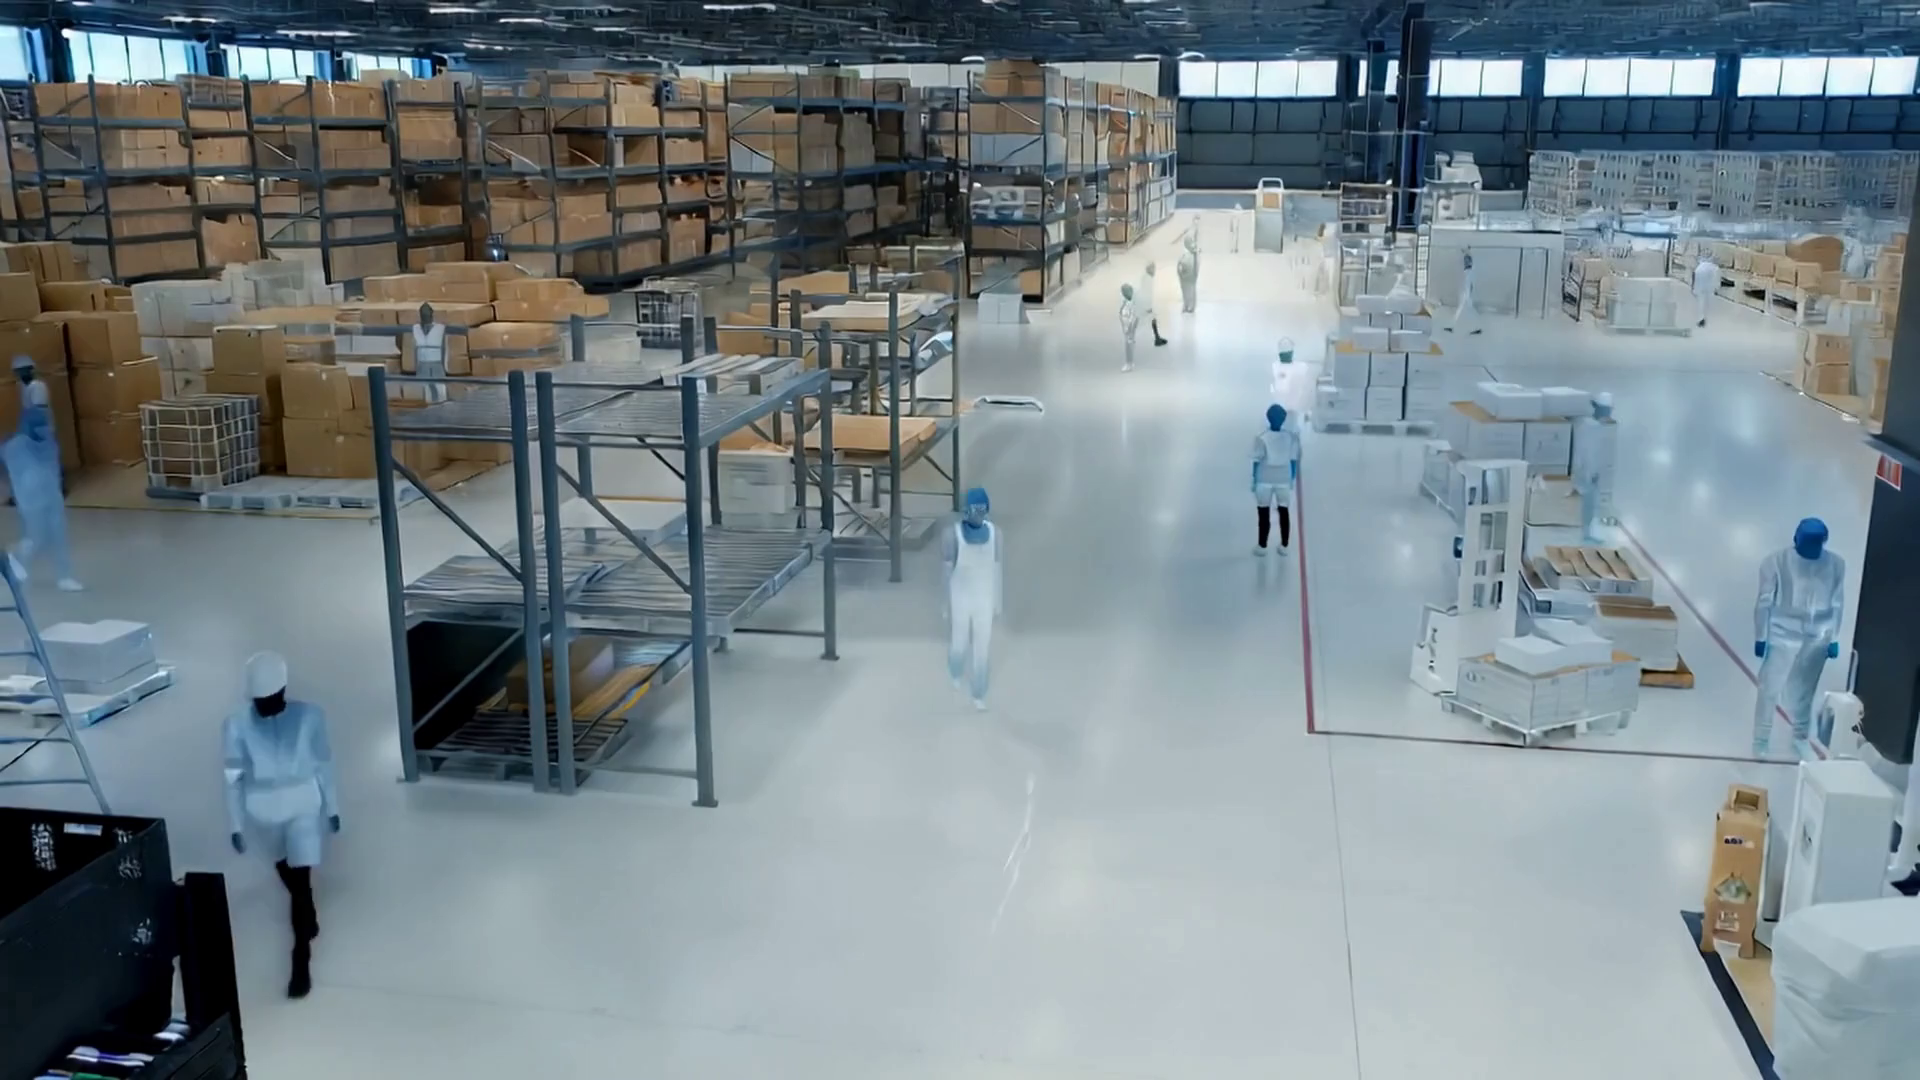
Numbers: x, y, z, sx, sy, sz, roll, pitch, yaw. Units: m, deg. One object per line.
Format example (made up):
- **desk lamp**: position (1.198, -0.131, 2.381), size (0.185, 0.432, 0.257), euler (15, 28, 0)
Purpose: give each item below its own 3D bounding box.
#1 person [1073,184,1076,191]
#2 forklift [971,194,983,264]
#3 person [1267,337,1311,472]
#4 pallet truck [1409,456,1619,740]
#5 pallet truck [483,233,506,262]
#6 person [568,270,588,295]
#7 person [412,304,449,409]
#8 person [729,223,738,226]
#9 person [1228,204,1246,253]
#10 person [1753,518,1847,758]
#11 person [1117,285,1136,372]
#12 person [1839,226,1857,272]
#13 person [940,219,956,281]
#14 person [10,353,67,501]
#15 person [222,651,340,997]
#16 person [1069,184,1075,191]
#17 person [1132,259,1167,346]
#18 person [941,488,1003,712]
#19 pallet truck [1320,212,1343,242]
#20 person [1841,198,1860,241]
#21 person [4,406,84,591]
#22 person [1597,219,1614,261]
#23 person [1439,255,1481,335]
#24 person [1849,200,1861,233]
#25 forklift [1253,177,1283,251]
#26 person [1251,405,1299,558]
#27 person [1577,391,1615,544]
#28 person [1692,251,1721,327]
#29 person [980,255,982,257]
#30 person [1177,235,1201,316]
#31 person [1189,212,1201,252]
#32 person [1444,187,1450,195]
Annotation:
- **person**: position (5.866, -17.063, 84.398), size (0.388, 1.947, 0.615), euler (-10, 17, -35)
- **forklift**: position (1.018, -10.608, 56.271), size (1.129, 2.768, 1.873), euler (3, 14, 10)
- **person**: position (4.438, -1.805, 22.517), size (0.637, 1.908, 0.473), euler (13, 19, 42)
- **pallet truck**: position (4.504, 0.400, 13.395), size (0.823, 1.965, 1.885), euler (-6, 15, -23)
- **pallet truck**: position (-11.832, -7.026, 43.548), size (1.885, 1.965, 0.823), euler (8, 16, 28)
- **person**: position (-7.518, -4.335, 32.736), size (0.584, 1.947, 0.608), euler (13, 19, 42)
- **person**: position (-8.506, -2.849, 26.763), size (0.587, 1.914, 0.390), euler (1, 14, 6)
- **person**: position (-9.525, -13.330, 69.294), size (0.557, 1.916, 0.500), euler (0, 14, 0)
- **person**: position (10.627, -11.967, 63.853), size (0.656, 1.880, 1.050), euler (4, 14, 16)
- **person**: position (6.241, 0.729, 12.386), size (0.633, 1.840, 0.429), euler (1, 14, 5)
- **person**: position (3.256, -4.117, 32.364), size (0.319, 1.692, 0.533), euler (-1, 14, -5)
- **person**: position (27.446, -8.861, 51.568), size (0.538, 1.719, 0.898), euler (3, 14, 12)
- **person**: position (-0.317, -9.052, 51.958), size (0.643, 1.909, 0.410), euler (-8, 16, -29)
- **person**: position (-11.565, -1.384, 20.839), size (0.530, 1.904, 0.568), euler (-12, 18, -41)
- **person**: position (-3.770, 1.479, 9.282), size (0.554, 1.879, 1.027), euler (-3, 14, -11)
- **person**: position (5.961, -18.164, 89.116), size (0.652, 1.824, 0.632), euler (0, 14, 0)
- **person**: position (4.034, -5.143, 36.129), size (0.976, 1.900, 0.559), euler (-6, 15, -24)
- **person**: position (0.092, 0.464, 13.474), size (0.530, 1.835, 0.512), euler (-3, 14, -14)
- **pallet truck**: position (15.874, -13.227, 70.310), size (0.680, 1.201, 1.601), euler (10, 17, 35)
- **person**: position (37.409, -13.434, 69.878), size (1.063, 1.841, 0.672), euler (5, 15, 20)
- **person**: position (-9.376, -0.416, 16.878), size (0.714, 1.916, 0.622), euler (5, 15, 20)
- **person**: position (21.840, -10.004, 56.307), size (0.539, 1.676, 0.695), euler (3, 14, 12)
- **person**: position (11.598, -5.632, 38.264), size (0.988, 1.818, 0.518), euler (3, 14, 14)
- **person**: position (36.863, -13.137, 68.739), size (0.482, 1.816, 0.598), euler (0, 14, 2)
- **forklift**: position (12.083, -12.747, 64.956), size (1.129, 2.768, 1.873), euler (3, 14, 10)
- **person**: position (3.440, -0.638, 18.233), size (0.533, 1.697, 0.318), euler (-3, 14, -12)
- **person**: position (7.140, -0.825, 18.873), size (0.451, 1.743, 0.546), euler (3, 14, 11)
- **person**: position (17.807, -5.986, 39.724), size (0.599, 1.808, 0.812), euler (3, 14, 13)
- **person**: position (0.855, -9.277, 53.304), size (0.538, 1.695, 0.319), euler (-7, 16, -27)
- **person**: position (5.740, -6.693, 42.105), size (0.538, 2.000, 0.684), euler (12, 18, 40)
- **person**: position (8.853, -11.509, 62.547), size (0.499, 1.618, 0.539), euler (7, 15, 26)
- **person**: position (23.545, -16.156, 80.620), size (0.396, 1.992, 0.623), euler (-9, 17, -33)
